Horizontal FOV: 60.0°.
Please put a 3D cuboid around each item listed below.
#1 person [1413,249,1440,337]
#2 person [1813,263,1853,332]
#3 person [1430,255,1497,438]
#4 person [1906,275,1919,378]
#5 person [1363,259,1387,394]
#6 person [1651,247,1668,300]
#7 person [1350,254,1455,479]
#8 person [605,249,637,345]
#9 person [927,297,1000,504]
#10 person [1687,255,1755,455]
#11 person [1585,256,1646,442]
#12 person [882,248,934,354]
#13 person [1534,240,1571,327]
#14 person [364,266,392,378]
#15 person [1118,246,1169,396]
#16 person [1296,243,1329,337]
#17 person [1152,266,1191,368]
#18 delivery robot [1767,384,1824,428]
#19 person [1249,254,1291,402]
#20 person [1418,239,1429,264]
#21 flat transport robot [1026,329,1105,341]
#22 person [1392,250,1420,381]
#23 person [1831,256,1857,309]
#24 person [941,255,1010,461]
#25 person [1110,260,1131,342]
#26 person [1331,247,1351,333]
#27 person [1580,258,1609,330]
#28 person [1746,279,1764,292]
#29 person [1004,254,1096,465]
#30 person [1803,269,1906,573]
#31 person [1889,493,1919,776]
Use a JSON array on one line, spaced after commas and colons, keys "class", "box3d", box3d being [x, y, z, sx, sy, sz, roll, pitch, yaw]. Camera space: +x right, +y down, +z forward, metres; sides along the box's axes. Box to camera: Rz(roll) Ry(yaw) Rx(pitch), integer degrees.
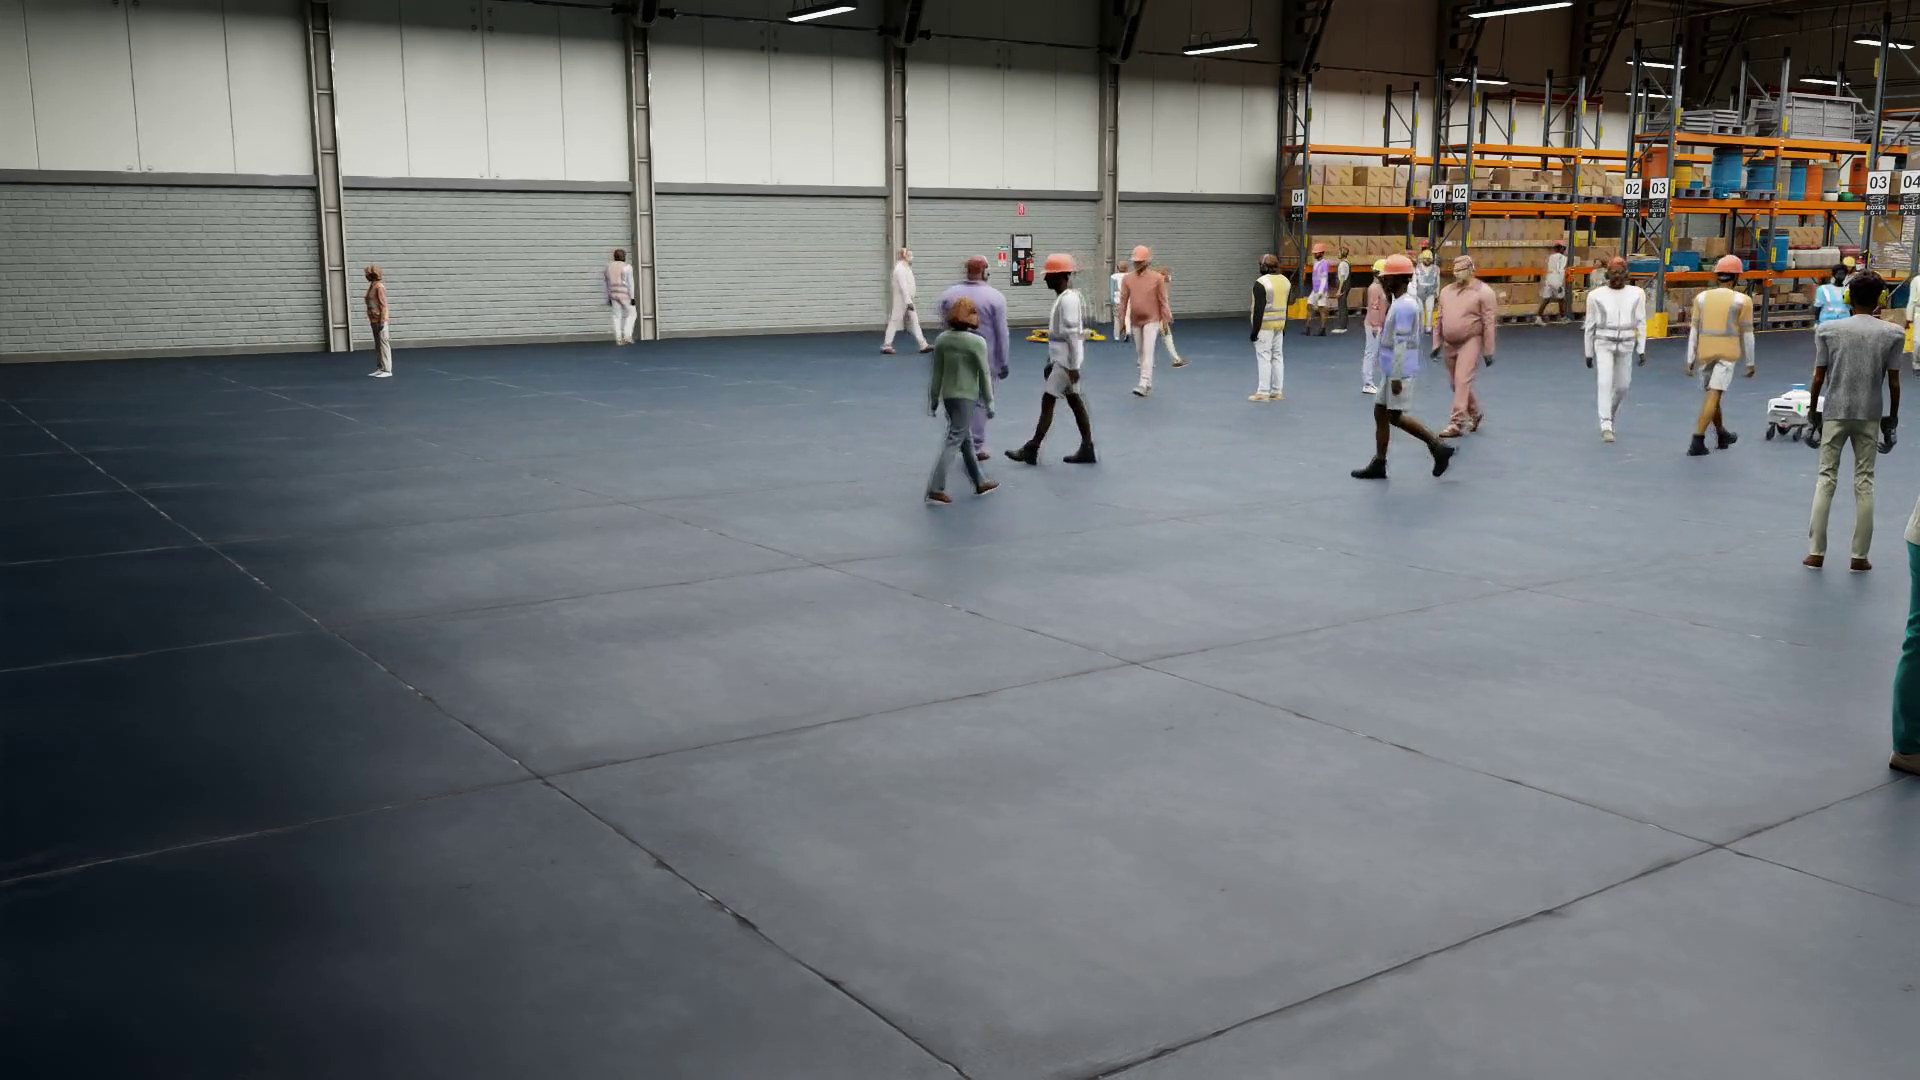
[{"class": "person", "box3d": [9.691, -5.155, 34.690, 0.603, 1.807, 0.821, 2, 10, 9]}, {"class": "person", "box3d": [12.214, -3.014, 23.223, 0.550, 1.686, 0.369, 2, 11, 13]}, {"class": "person", "box3d": [5.262, -2.022, 17.310, 0.893, 1.876, 0.643, -8, 13, -36]}, {"class": "person", "box3d": [14.020, -3.215, 23.994, 0.621, 1.811, 0.485, 3, 11, 18]}, {"class": "person", "box3d": [5.496, -2.808, 21.928, 0.327, 1.761, 0.522, 4, 11, 19]}, {"class": "person", "box3d": [16.770, -6.101, 39.813, 0.971, 1.818, 0.538, -8, 13, -38]}, {"class": "person", "box3d": [3.760, -1.441, 14.013, 0.776, 1.913, 0.552, 2, 11, 11]}, {"class": "person", "box3d": [-6.412, -4.611, 31.608, 0.652, 1.829, 0.521, 4, 11, 23]}, {"class": "person", "box3d": [0.024, -1.088, 12.949, 0.520, 1.586, 0.876, 10, 14, 43]}, {"class": "person", "box3d": [7.267, -1.759, 15.841, 1.009, 1.880, 0.563, -9, 13, -40]}, {"class": "person", "box3d": [6.660, -1.955, 16.971, 0.580, 1.864, 0.753, 1, 10, 8]}, {"class": "person", "box3d": [-0.911, -4.173, 29.129, 1.000, 1.854, 0.642, 2, 11, 12]}, {"class": "person", "box3d": [13.666, -5.887, 38.185, 1.075, 1.975, 0.649, -6, 12, -28]}, {"class": "person", "box3d": [-8.532, -3.198, 24.393, 0.315, 1.637, 0.514, -7, 12, -34]}, {"class": "person", "box3d": [2.350, -2.837, 21.639, 0.649, 1.936, 0.864, 7, 12, 32]}, {"class": "person", "box3d": [7.308, -5.149, 34.301, 0.637, 1.922, 0.572, -3, 11, -15]}, {"class": "person", "box3d": [3.214, -3.477, 26.057, 0.826, 1.589, 0.505, 1, 10, 5]}, {"class": "delivery robot", "box3d": [8.556, -1.352, 16.988, 0.707, 0.478, 0.477, -9, 14, -41]}, {"class": "person", "box3d": [3.854, -2.650, 20.840, 0.634, 1.839, 0.429, -9, 14, -41]}, {"class": "person", "box3d": [11.806, -6.661, 42.430, 0.518, 1.980, 0.644, -5, 11, -26]}, {"class": "flat transport robot", "box3d": [2.078, -4.039, 32.754, 1.431, 0.197, 0.652, -6, 12, -28]}, {"class": "person", "box3d": [6.349, -3.208, 23.809, 0.446, 1.873, 0.574, 10, 14, 42]}, {"class": "person", "box3d": [15.444, -4.097, 29.084, 0.481, 1.724, 0.471, 2, 11, 12]}, {"class": "person", "box3d": [0.167, -1.675, 15.339, 0.655, 1.889, 0.462, 6, 12, 29]}, {"class": "person", "box3d": [3.199, -4.693, 32.683, 0.517, 1.615, 0.800, 0, 10, -2]}, {"class": "person", "box3d": [8.181, -5.348, 35.613, 0.345, 1.847, 0.507, 5, 11, 25]}, {"class": "person", "box3d": [14.084, -5.428, 36.723, 0.745, 1.602, 0.518, -8, 13, -39]}, {"class": "person", "box3d": [22.927, -7.625, 47.909, 0.398, 1.915, 0.589, -8, 13, -36]}, {"class": "person", "box3d": [0.821, -1.623, 15.049, 0.939, 1.891, 0.563, 0, 10, -2]}, {"class": "person", "box3d": [5.488, -0.726, 10.244, 0.515, 1.863, 0.314, 5, 11, 25]}, {"class": "person", "box3d": [3.795, 0.027, 6.368, 0.311, 1.769, 0.525, 7, 12, 34]}]
